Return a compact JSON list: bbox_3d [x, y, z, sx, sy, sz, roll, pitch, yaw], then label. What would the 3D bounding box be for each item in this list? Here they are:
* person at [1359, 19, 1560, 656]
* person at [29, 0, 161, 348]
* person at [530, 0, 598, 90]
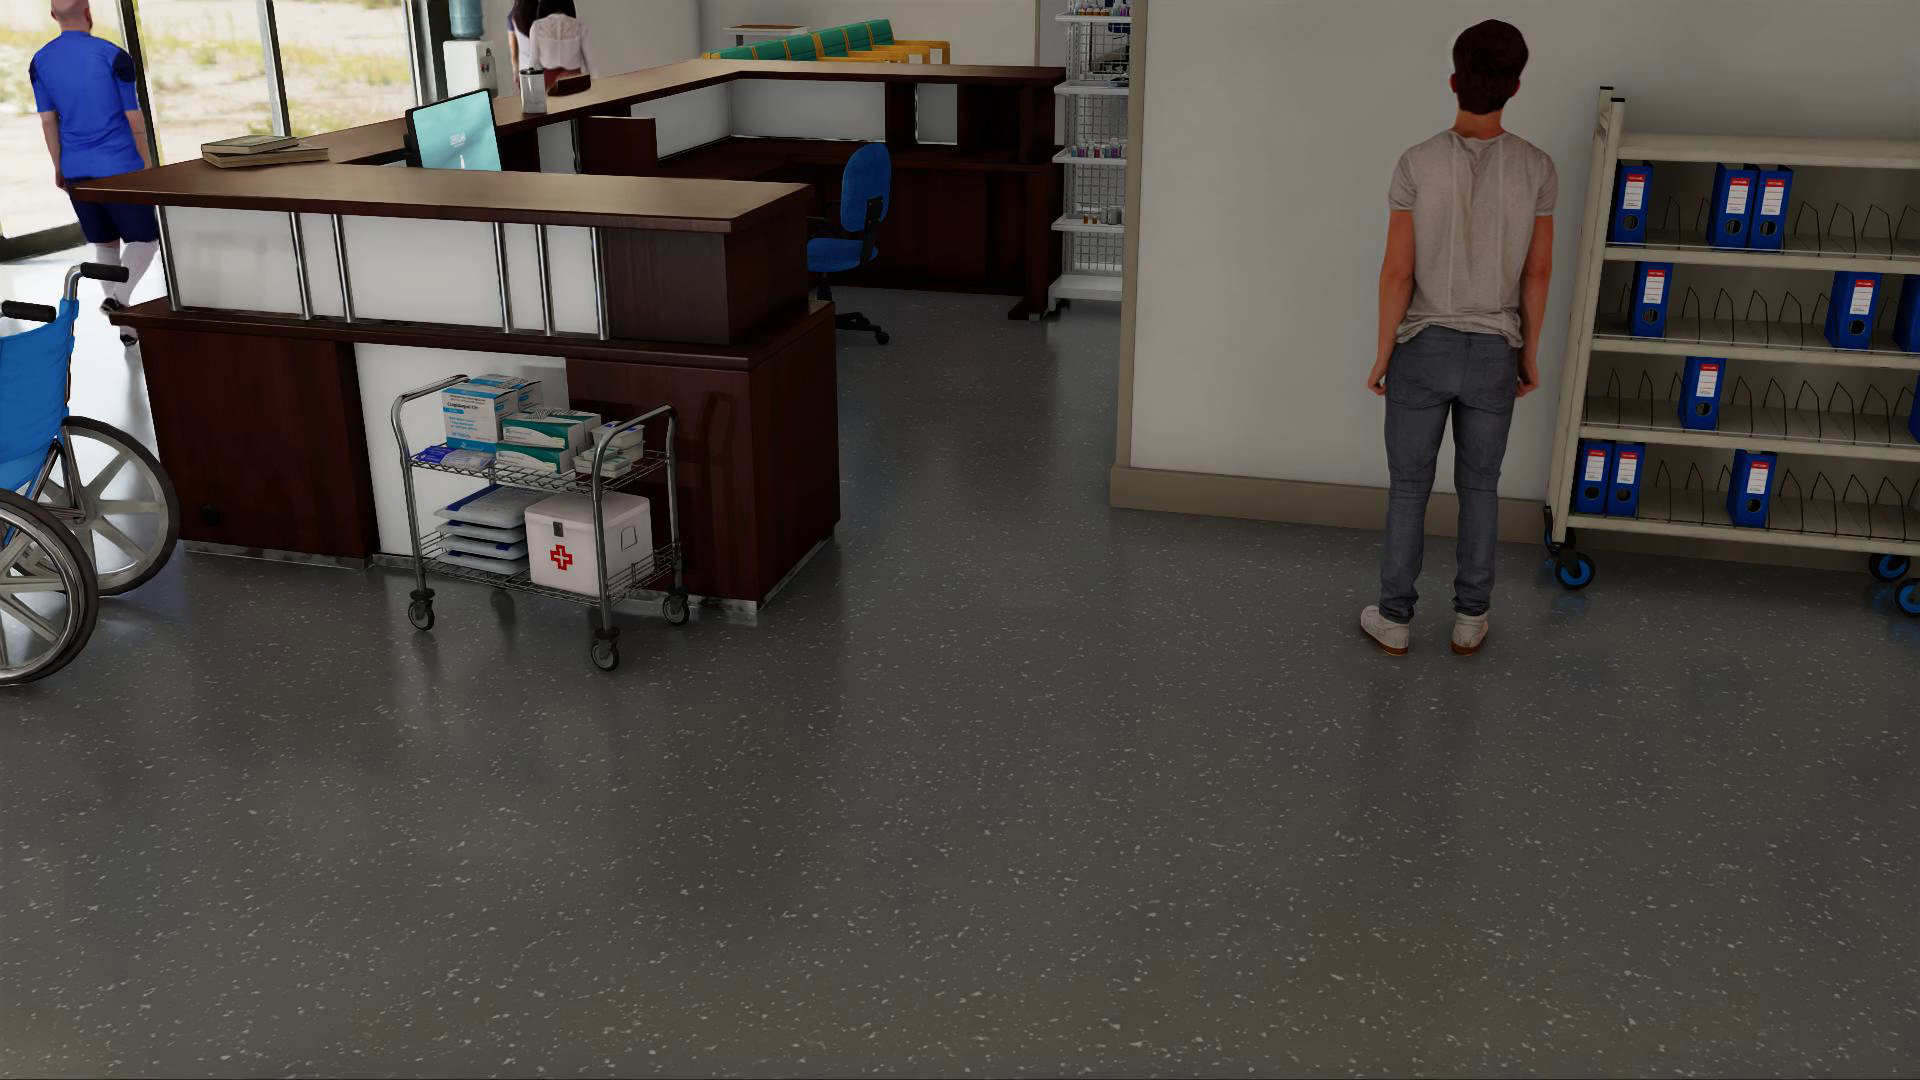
[{"bbox_3d":[1.481,-0.566,4.970,0.559,1.898,0.752,2,21,4],"label":"person"},{"bbox_3d":[-4.400,-1.867,8.504,0.917,1.830,0.883,0,21,-1],"label":"person"},{"bbox_3d":[-2.821,-3.081,11.896,1.141,1.697,0.998,-4,21,-9],"label":"person"}]
